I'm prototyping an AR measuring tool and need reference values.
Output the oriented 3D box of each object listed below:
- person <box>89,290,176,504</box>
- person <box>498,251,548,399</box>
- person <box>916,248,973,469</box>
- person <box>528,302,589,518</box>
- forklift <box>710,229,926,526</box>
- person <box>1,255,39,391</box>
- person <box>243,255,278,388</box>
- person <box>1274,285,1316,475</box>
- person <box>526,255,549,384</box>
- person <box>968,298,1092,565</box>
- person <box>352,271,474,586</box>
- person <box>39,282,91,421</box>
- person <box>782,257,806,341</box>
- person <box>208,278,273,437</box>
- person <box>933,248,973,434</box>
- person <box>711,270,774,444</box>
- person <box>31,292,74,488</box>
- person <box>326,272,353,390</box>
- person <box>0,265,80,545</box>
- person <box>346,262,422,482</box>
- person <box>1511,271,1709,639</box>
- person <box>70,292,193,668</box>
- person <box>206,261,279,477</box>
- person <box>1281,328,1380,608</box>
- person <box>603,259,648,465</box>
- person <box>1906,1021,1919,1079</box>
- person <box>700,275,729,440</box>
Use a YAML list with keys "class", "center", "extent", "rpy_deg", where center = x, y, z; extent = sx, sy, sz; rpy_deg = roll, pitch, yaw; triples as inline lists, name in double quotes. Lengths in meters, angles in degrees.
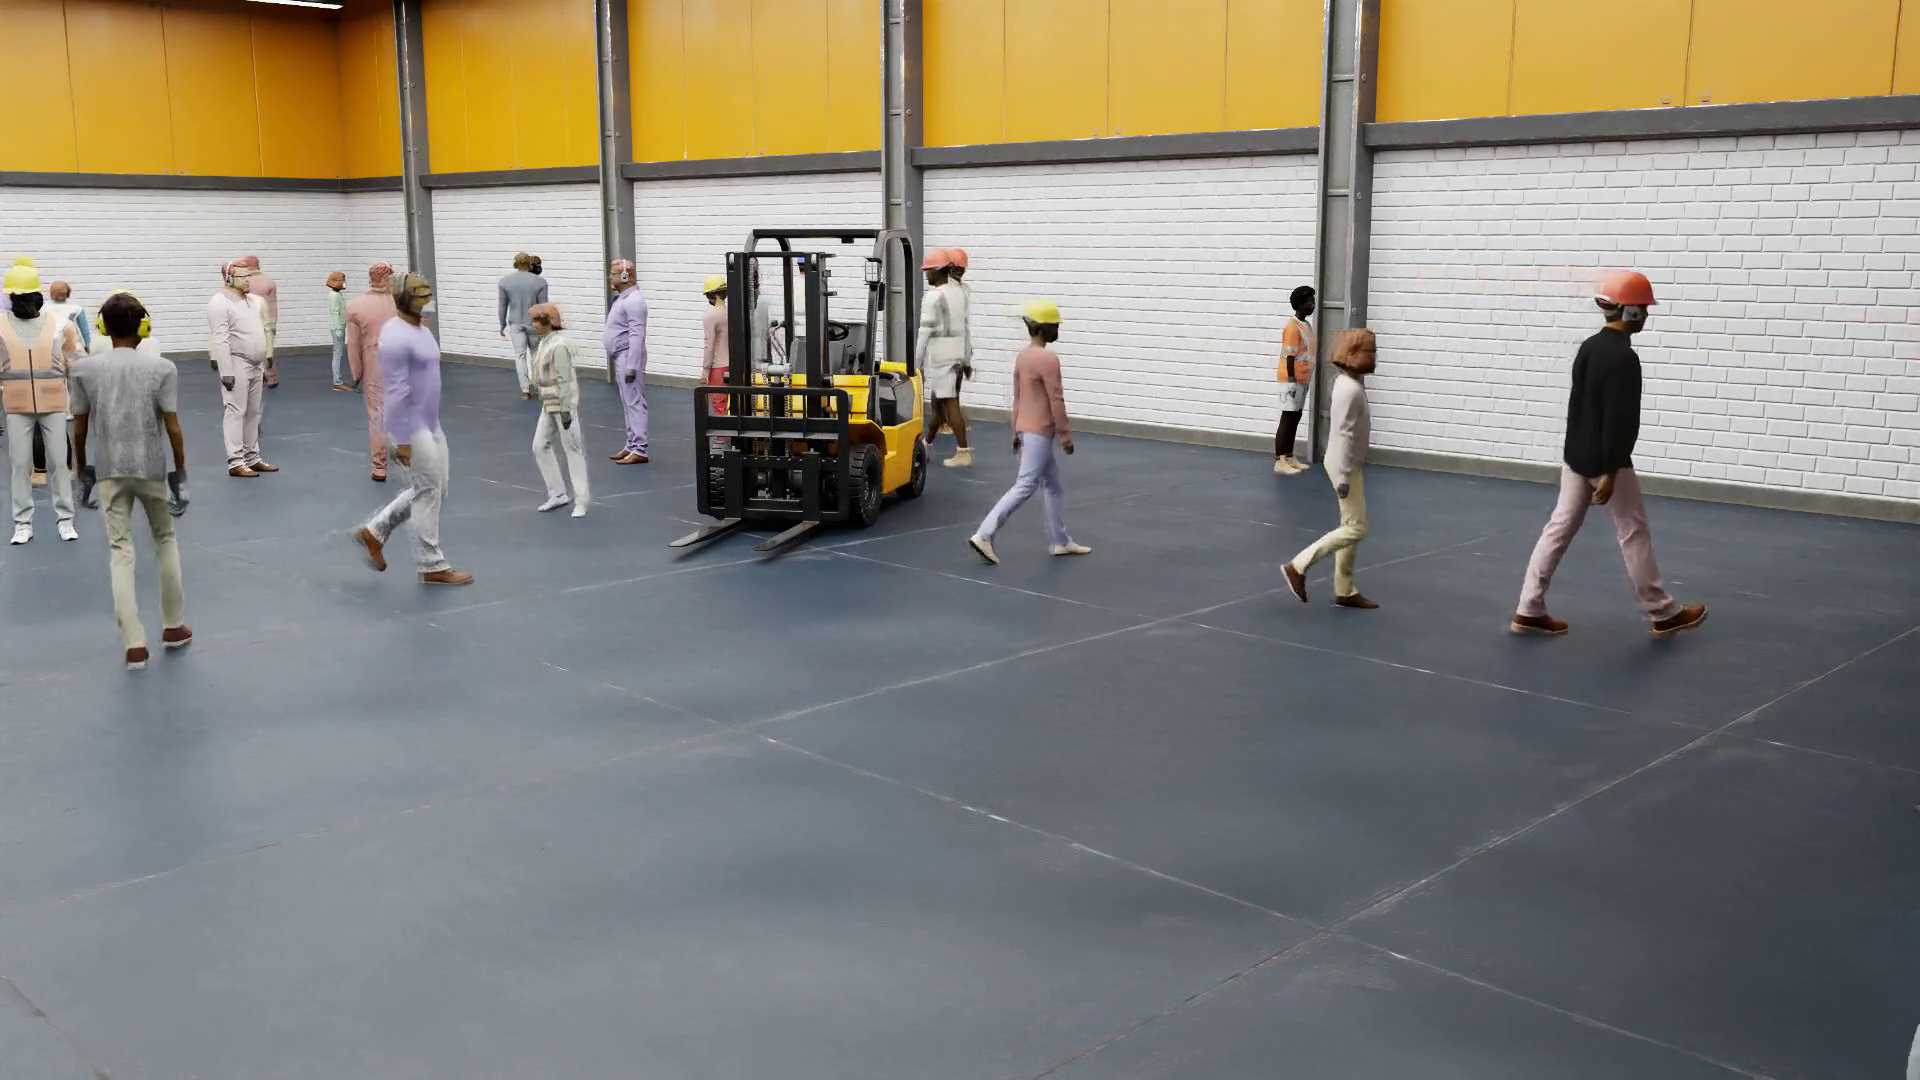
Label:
- class: "person"
  center: [-6.119, -0.969, 12.299]
  extent: [0.532, 1.720, 0.858]
  rpy_deg: [-1, 10, -6]
- class: "person"
  center: [-5.730, -2.816, 21.844]
  extent: [0.642, 1.913, 0.756]
  rpy_deg: [-3, 11, -16]
- class: "person"
  center: [-0.251, -1.662, 15.305]
  extent: [0.978, 1.998, 0.632]
  rpy_deg: [6, 12, 31]
- class: "person"
  center: [-3.075, -0.993, 12.687]
  extent: [0.417, 1.618, 0.599]
  rpy_deg: [-6, 12, -29]
- class: "forklift"
  center: [-1.050, -1.319, 12.920]
  extent: [1.214, 2.155, 2.313]
  rpy_deg: [2, 11, 13]
- class: "person"
  center: [-12.805, -2.958, 22.773]
  extent: [0.825, 1.861, 0.615]
  rpy_deg: [-4, 11, -22]
- class: "person"
  center: [-9.743, -3.000, 22.964]
  extent: [0.637, 1.867, 0.865]
  rpy_deg: [-3, 11, -17]
- class: "person"
  center: [3.009, -1.428, 14.898]
  extent: [0.321, 1.690, 0.533]
  rpy_deg: [5, 12, 25]
- class: "person"
  center: [-6.121, -3.167, 23.956]
  extent: [0.430, 1.843, 0.625]
  rpy_deg: [1, 10, 5]
- class: "person"
  center: [0.450, -0.711, 10.867]
  extent: [0.884, 1.731, 0.519]
  rpy_deg: [-3, 11, -17]
- class: "person"
  center: [-3.364, -0.659, 10.074]
  extent: [0.690, 1.921, 0.633]
  rpy_deg: [0, 10, 2]
- class: "person"
  center: [-10.375, -2.194, 19.340]
  extent: [0.526, 1.584, 0.884]
  rpy_deg: [-2, 11, -11]
- class: "person"
  center: [-1.842, -2.488, 19.992]
  extent: [0.603, 1.938, 0.401]
  rpy_deg: [6, 12, 28]
- class: "person"
  center: [-7.563, -1.959, 17.443]
  extent: [0.616, 1.809, 0.618]
  rpy_deg: [-2, 11, -12]
- class: "person"
  center: [-0.059, -2.146, 17.988]
  extent: [0.398, 1.988, 0.613]
  rpy_deg: [7, 13, 35]
- class: "person"
  center: [-2.078, -1.808, 16.617]
  extent: [0.967, 1.827, 0.538]
  rpy_deg: [4, 11, 23]
- class: "person"
  center: [-7.834, -1.294, 14.137]
  extent: [0.317, 1.695, 0.540]
  rpy_deg: [5, 12, 27]
- class: "person"
  center: [-8.583, -2.889, 23.006]
  extent: [0.267, 1.631, 0.509]
  rpy_deg: [-3, 11, -16]
- class: "person"
  center: [-6.414, -0.932, 11.543]
  extent: [0.591, 1.923, 0.381]
  rpy_deg: [-5, 12, -27]
- class: "person"
  center: [-4.970, -1.457, 14.465]
  extent: [0.643, 1.905, 0.400]
  rpy_deg: [-3, 11, -17]
- class: "person"
  center: [3.448, -0.432, 8.758]
  extent: [1.043, 1.936, 0.629]
  rpy_deg: [-1, 10, -5]
- class: "person"
  center: [-4.182, -0.316, 8.397]
  extent: [0.539, 1.838, 0.782]
  rpy_deg: [-4, 11, -19]
- class: "person"
  center: [-6.368, -1.518, 14.792]
  extent: [0.409, 1.908, 0.642]
  rpy_deg: [1, 10, 5]
- class: "person"
  center: [2.139, -0.388, 9.424]
  extent: [0.472, 1.621, 0.506]
  rpy_deg: [2, 11, 12]
- class: "person"
  center: [-3.129, -1.664, 15.583]
  extent: [0.404, 1.911, 0.636]
  rpy_deg: [-3, 11, -18]
- class: "person"
  center: [2.180, 0.706, 3.292]
  extent: [0.715, 1.684, 0.555]
  rpy_deg: [7, 12, 33]
- class: "person"
  center: [-2.275, -1.626, 15.785]
  extent: [0.325, 1.760, 0.523]
  rpy_deg: [6, 12, 30]
